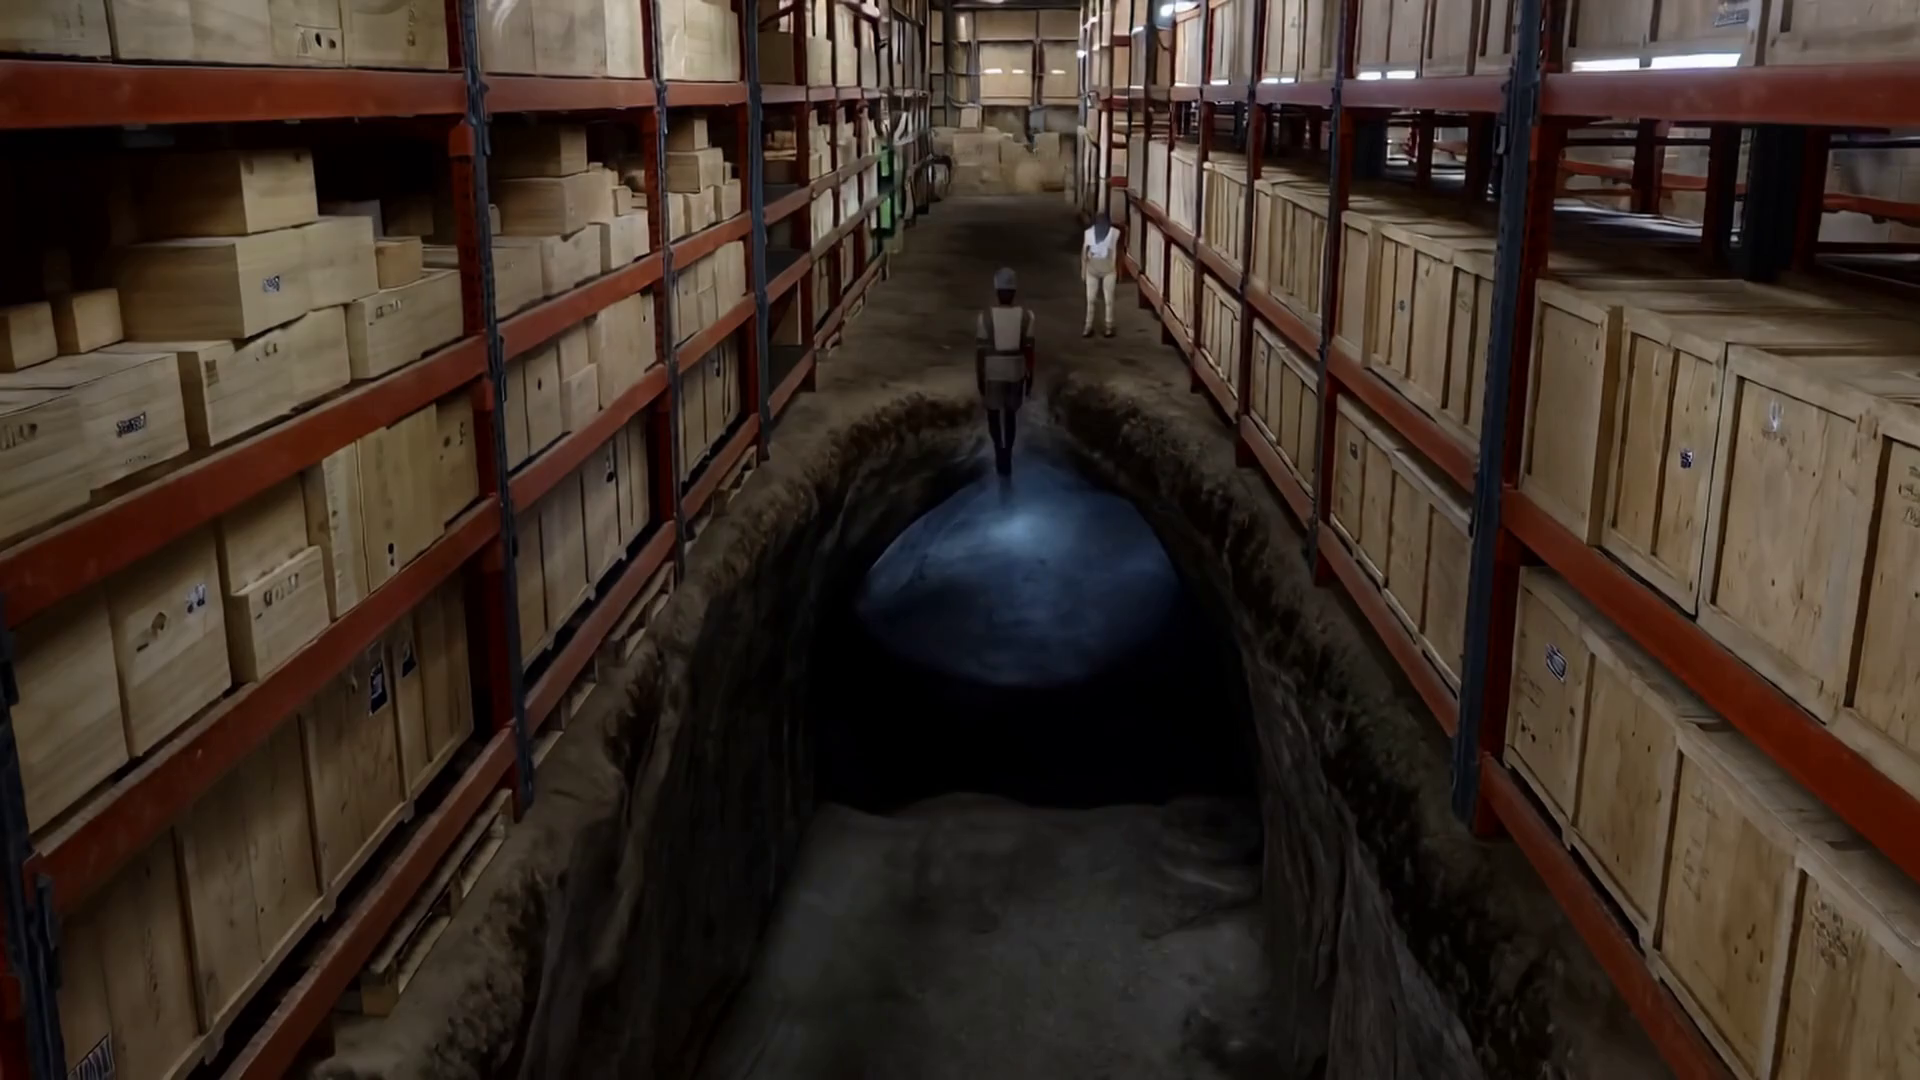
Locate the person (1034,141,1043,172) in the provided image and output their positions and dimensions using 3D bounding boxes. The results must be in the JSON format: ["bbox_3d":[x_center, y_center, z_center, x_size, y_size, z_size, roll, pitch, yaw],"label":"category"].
[{"bbox_3d":[3.030,-14.573,64.265,0.434,1.682,0.552,-2,15,-8],"label":"person"}]

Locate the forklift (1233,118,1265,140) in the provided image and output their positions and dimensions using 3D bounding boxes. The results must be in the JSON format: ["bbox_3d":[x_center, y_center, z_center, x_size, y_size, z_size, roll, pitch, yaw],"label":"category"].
[{"bbox_3d":[7.781,-9.963,44.860,1.129,2.768,1.873,0,15,2],"label":"forklift"}]

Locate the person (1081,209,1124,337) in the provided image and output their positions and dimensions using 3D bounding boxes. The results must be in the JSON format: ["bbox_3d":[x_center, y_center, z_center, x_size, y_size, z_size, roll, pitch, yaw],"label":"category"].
[{"bbox_3d":[2.048,-3.879,24.196,0.626,1.843,0.430,6,16,20],"label":"person"}]

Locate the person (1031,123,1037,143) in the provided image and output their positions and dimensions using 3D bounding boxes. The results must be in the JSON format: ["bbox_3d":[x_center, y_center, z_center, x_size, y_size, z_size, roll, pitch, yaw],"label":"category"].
[{"bbox_3d":[3.999,-20.953,87.581,0.587,1.919,0.399,6,16,23],"label":"person"}]

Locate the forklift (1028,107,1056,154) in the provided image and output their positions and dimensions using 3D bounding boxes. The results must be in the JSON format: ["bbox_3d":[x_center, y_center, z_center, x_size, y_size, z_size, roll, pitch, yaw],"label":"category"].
[{"bbox_3d":[4.115,-19.331,79.717,1.129,2.768,1.873,-8,17,-26],"label":"forklift"}]

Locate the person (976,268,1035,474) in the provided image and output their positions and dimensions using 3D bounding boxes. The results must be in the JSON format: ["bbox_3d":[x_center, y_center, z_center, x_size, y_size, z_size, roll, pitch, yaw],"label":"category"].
[{"bbox_3d":[0.423,-1.527,15.300,0.550,1.920,0.671,-2,15,-6],"label":"person"}]

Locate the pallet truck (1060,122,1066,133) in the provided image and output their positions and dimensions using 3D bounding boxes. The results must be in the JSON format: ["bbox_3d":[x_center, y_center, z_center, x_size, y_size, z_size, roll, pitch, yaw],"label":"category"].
[{"bbox_3d":[5.788,-21.111,88.014,1.885,1.965,0.823,5,16,18],"label":"pallet truck"}]
